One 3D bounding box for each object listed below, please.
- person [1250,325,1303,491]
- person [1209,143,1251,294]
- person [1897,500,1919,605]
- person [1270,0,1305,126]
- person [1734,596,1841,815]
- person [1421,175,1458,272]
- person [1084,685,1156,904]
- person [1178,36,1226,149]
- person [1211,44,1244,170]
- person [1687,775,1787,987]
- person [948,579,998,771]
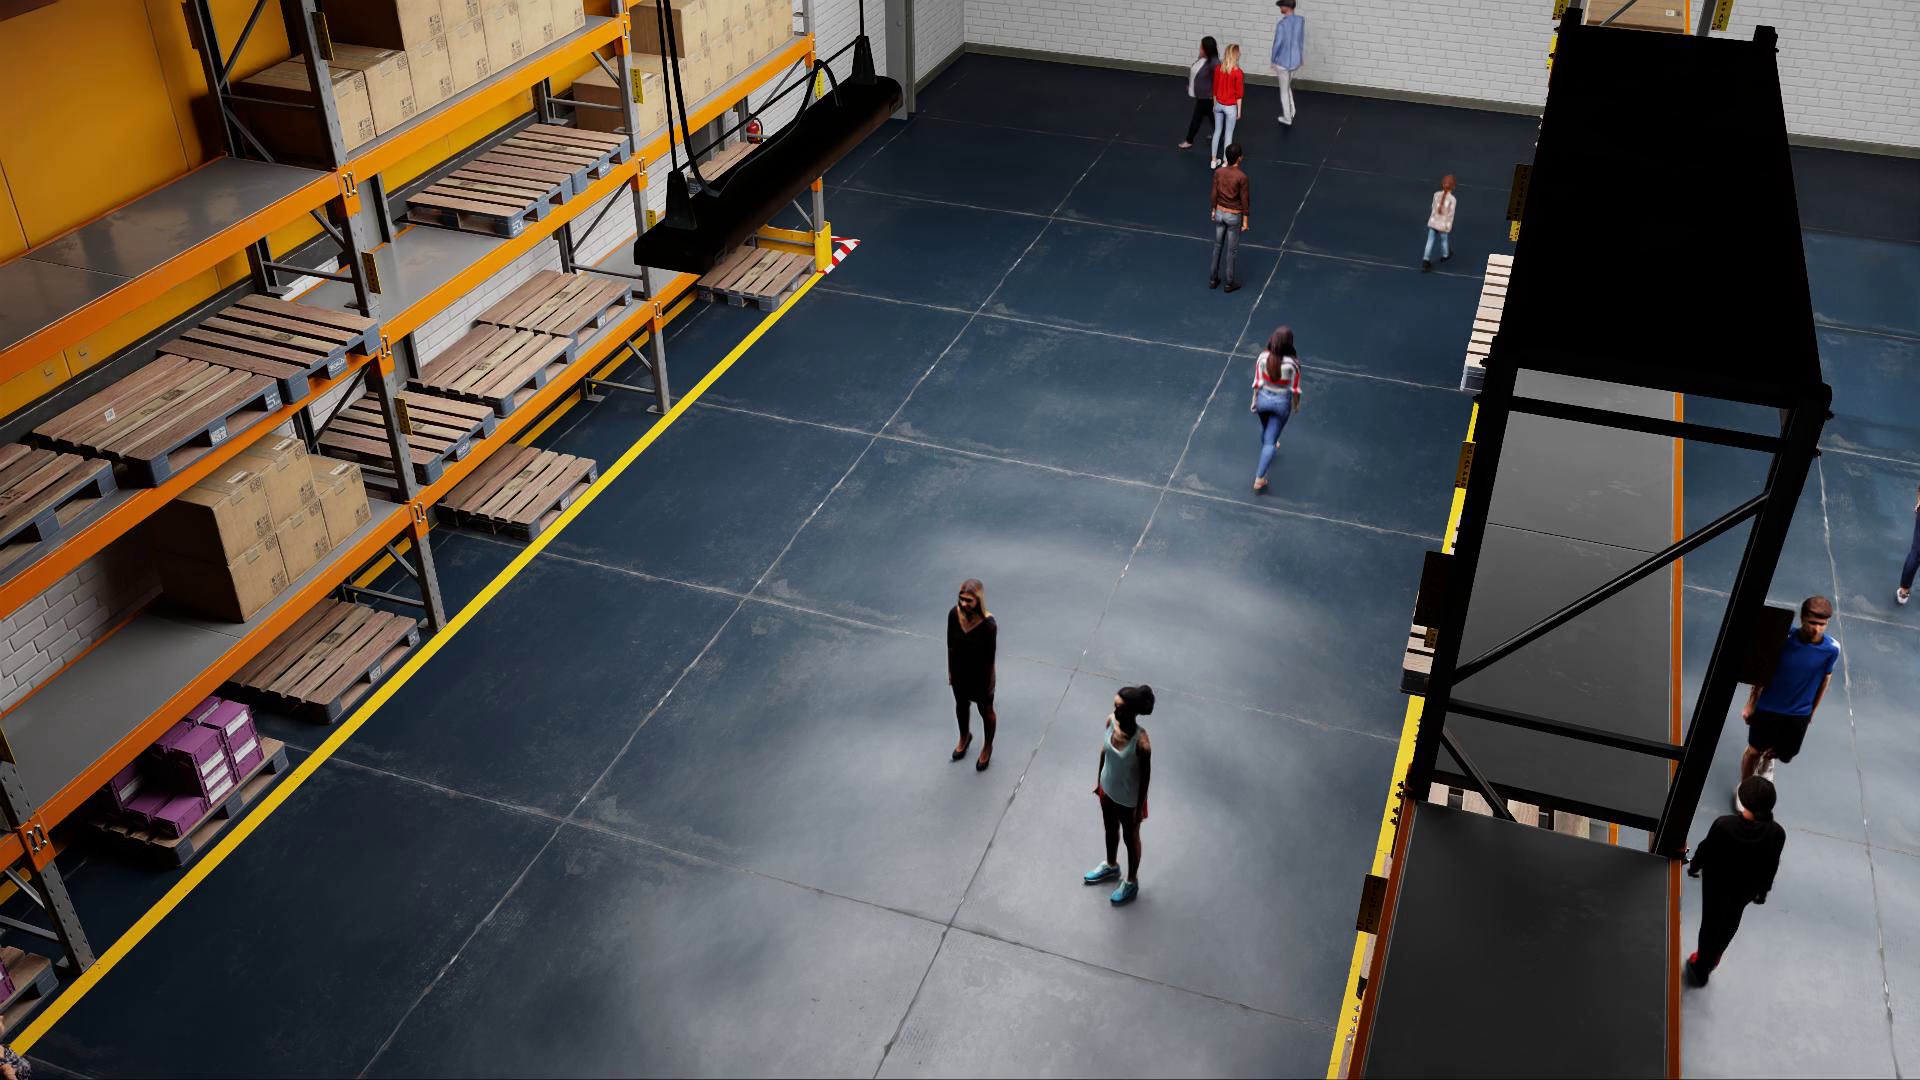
[{"bbox_3d":[2.942,-1.226,15.708,0.722,1.568,1.126,17,37,23],"label":"person"},{"bbox_3d":[3.117,-3.746,19.307,0.702,1.782,0.639,23,40,31],"label":"person"},{"bbox_3d":[8.271,-0.162,14.075,0.789,1.605,0.908,26,42,34],"label":"person"},{"bbox_3d":[4.764,-6.856,23.913,0.808,1.862,0.876,-14,36,-20],"label":"person"},{"bbox_3d":[5.883,1.121,11.920,0.682,1.853,0.834,9,35,13],"label":"person"},{"bbox_3d":[5.711,-3.772,19.900,0.646,1.168,0.832,25,41,32],"label":"person"},{"bbox_3d":[1.091,1.691,11.142,0.715,1.764,0.689,-23,40,-30],"label":"person"},{"bbox_3d":[3.505,-6.286,23.324,1.139,1.565,1.119,-7,34,-10],"label":"person"},{"bbox_3d":[3.614,-5.877,22.581,0.680,1.706,0.631,25,41,32],"label":"person"},{"bbox_3d":[4.871,2.199,10.467,0.647,1.665,0.664,9,35,13],"label":"person"},{"bbox_3d":[0.106,0.981,12.292,0.566,1.674,0.521,16,37,23],"label":"person"}]
